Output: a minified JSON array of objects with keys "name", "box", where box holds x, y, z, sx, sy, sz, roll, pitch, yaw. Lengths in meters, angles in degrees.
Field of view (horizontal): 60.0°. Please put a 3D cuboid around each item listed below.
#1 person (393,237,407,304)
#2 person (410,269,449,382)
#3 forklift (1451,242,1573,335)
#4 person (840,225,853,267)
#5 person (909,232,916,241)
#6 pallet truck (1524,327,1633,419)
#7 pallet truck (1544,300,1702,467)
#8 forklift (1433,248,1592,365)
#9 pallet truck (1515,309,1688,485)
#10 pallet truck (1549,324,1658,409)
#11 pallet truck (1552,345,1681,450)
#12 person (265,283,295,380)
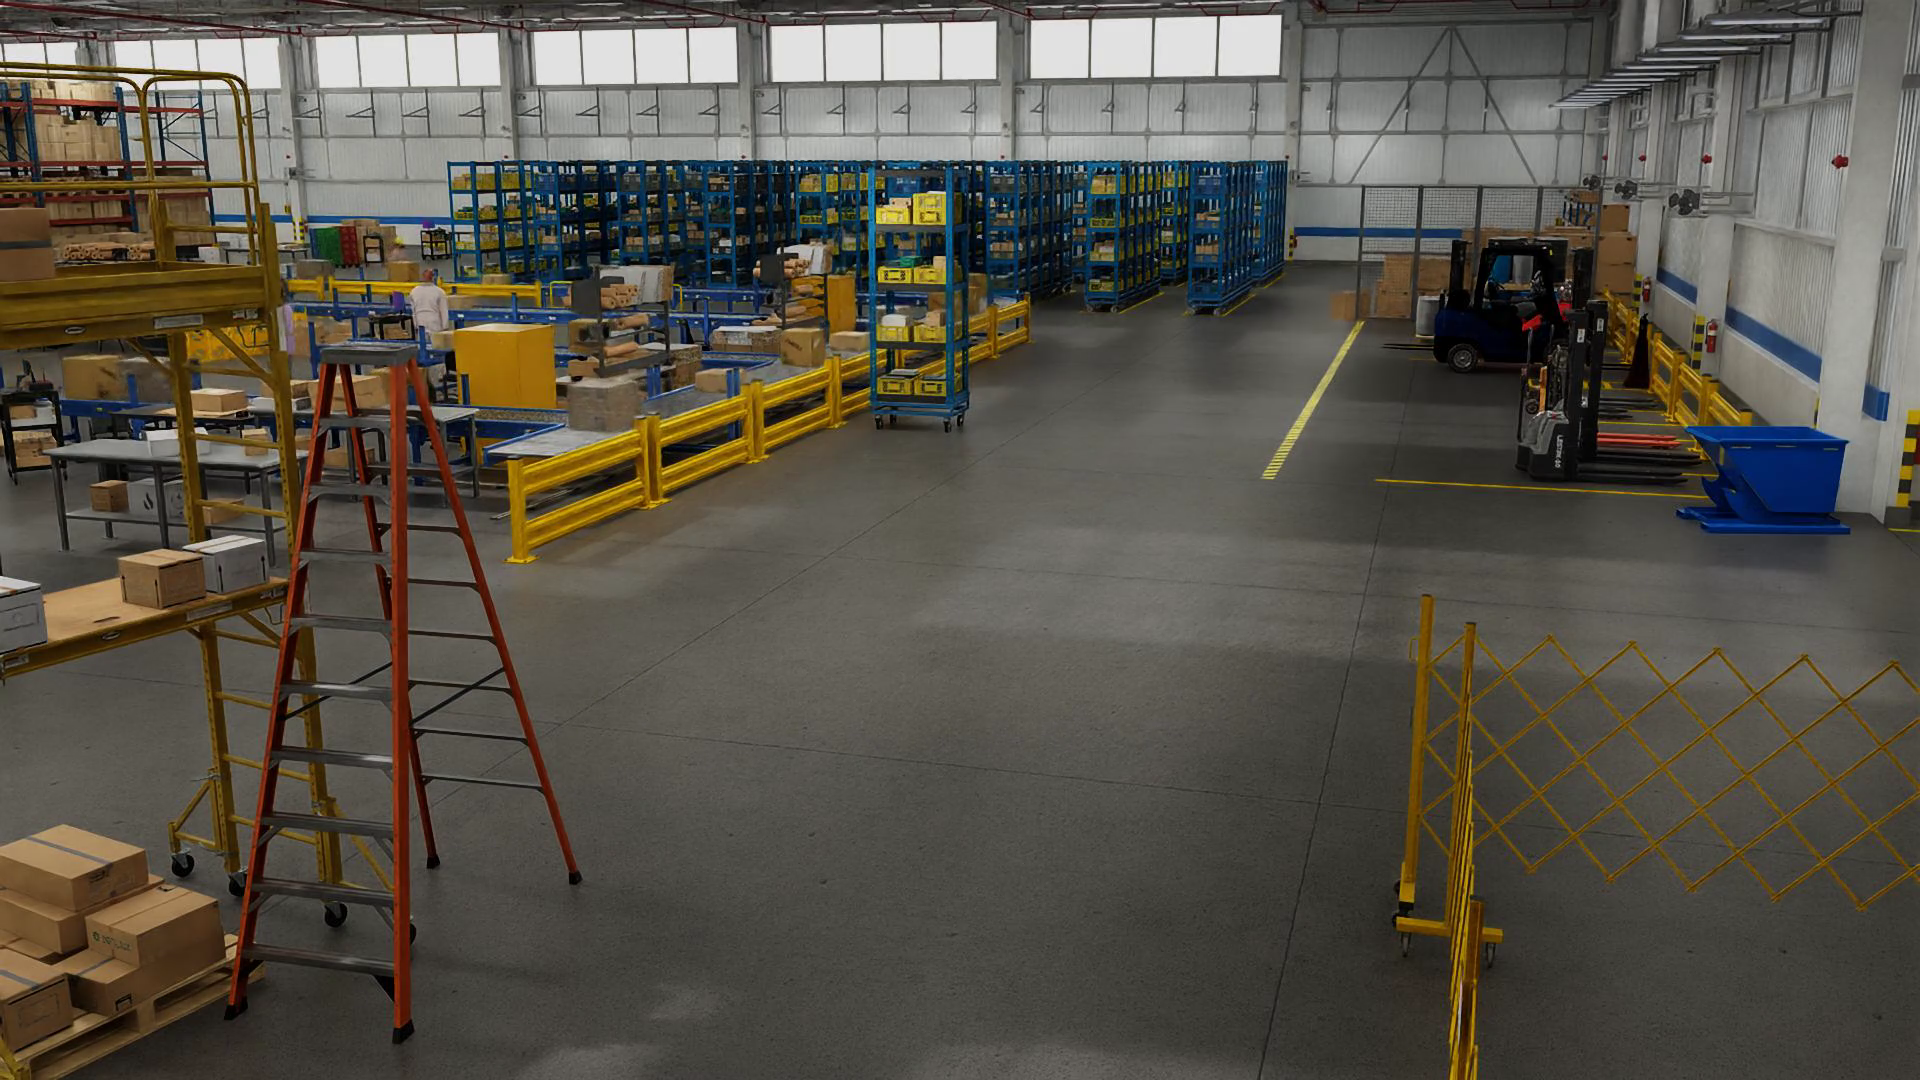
[{"name":"person","box":[-14.015,-6.725,41.774,0.378,1.750,0.535,4,14,18]},{"name":"person","box":[-8.908,-3.612,28.037,0.641,1.897,0.399,2,13,9]},{"name":"forklift","box":[10.464,-4.597,31.405,2.680,1.987,1.157,4,14,16]},{"name":"person","box":[-3.505,-8.867,50.865,0.567,1.828,0.572,6,14,23]},{"name":"person","box":[-1.537,-8.698,49.868,0.973,1.961,0.632,1,13,5]},{"name":"pallet truck","box":[9.065,-2.460,24.370,1.522,1.261,0.704,3,13,14]},{"name":"pallet truck","box":[8.263,-1.952,20.631,1.885,1.965,0.823,5,14,20]},{"name":"forklift","box":[9.780,-4.111,29.280,2.680,1.987,1.157,3,13,14]},{"name":"pallet truck","box":[7.554,-1.677,19.446,1.885,1.965,0.823,3,13,14]},{"name":"pallet truck","box":[9.824,-2.669,25.407,1.601,1.201,0.680,4,14,16]},{"name":"pallet truck","box":[8.641,-1.896,21.908,1.630,1.274,0.653,4,14,16]},{"name":"person","box":[-9.762,-2.733,23.931,0.472,2.025,0.616,2,13,7]}]
